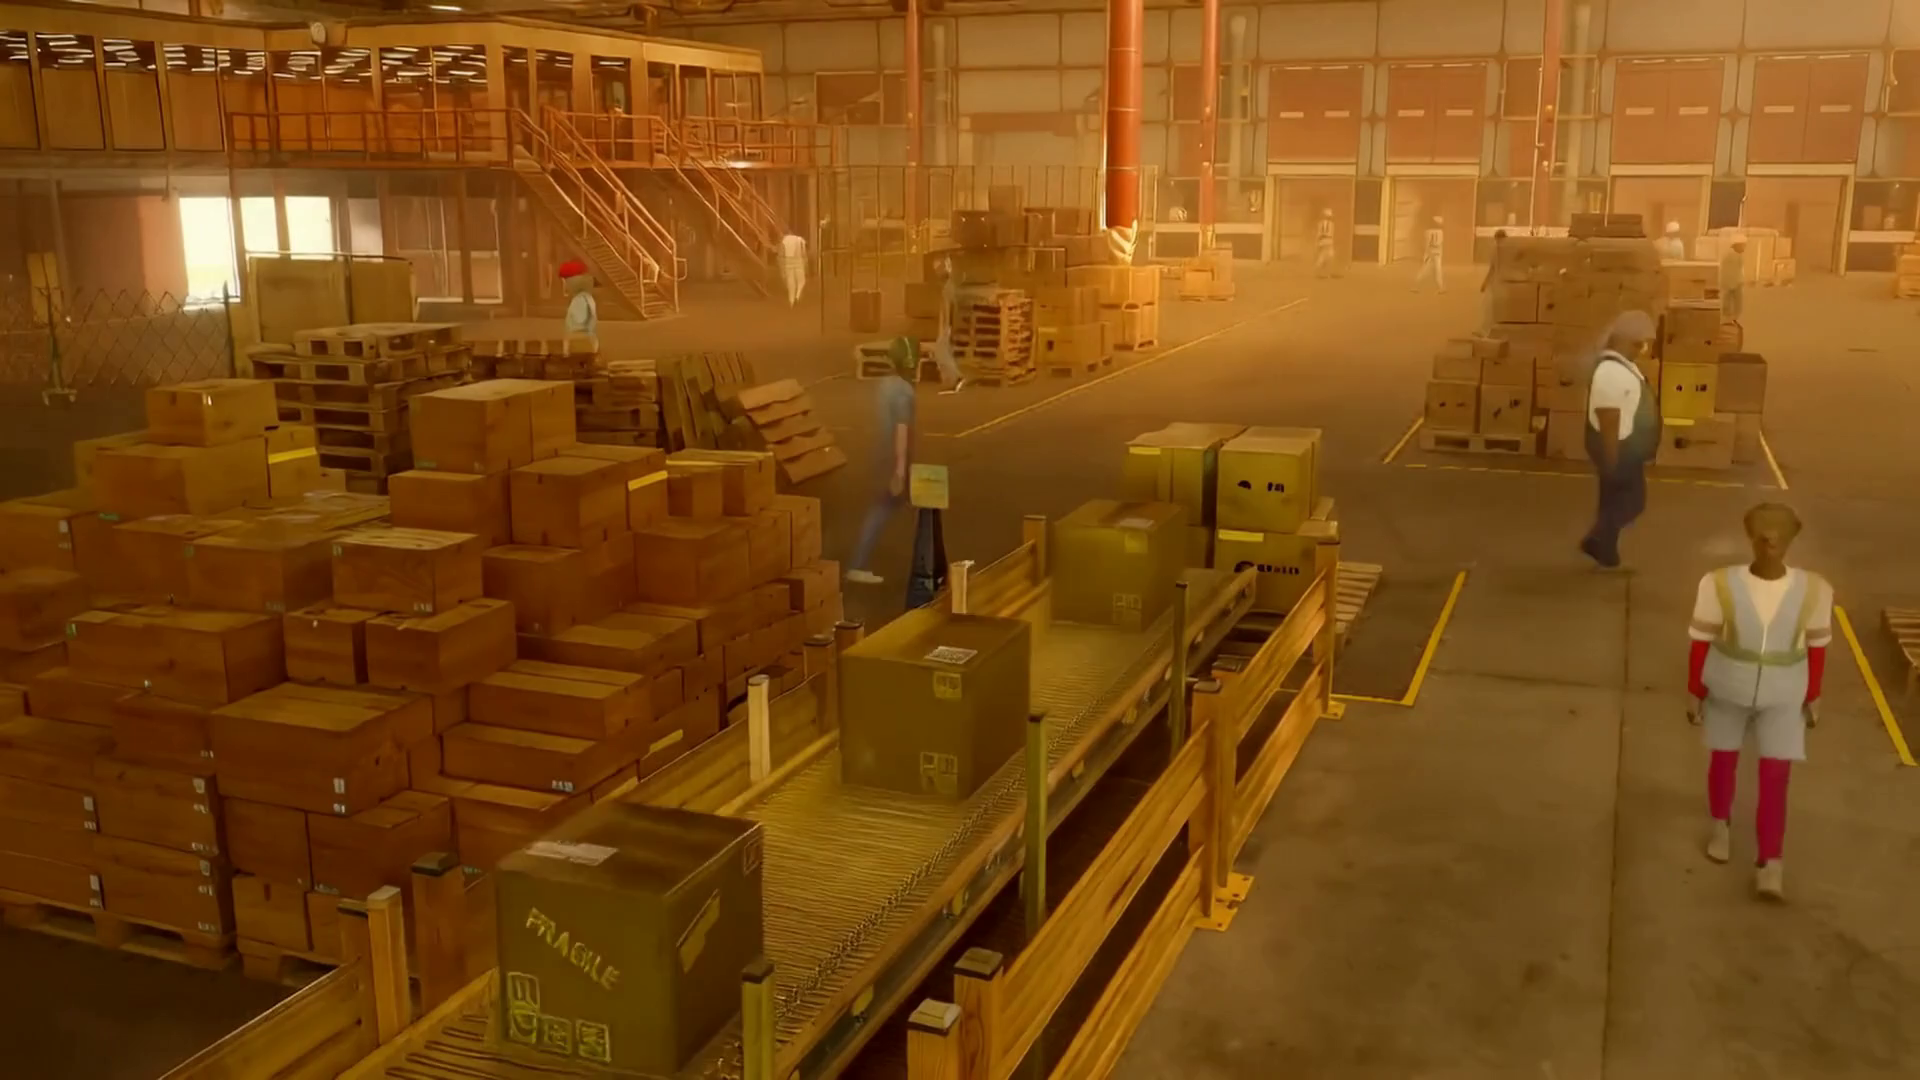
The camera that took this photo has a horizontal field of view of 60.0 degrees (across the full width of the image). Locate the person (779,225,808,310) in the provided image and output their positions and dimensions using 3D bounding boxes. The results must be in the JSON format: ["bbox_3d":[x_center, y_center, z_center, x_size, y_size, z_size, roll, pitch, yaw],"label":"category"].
[{"bbox_3d":[-3.588,-5.881,35.929,0.659,1.831,0.434,2,13,10],"label":"person"}]

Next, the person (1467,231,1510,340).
[{"bbox_3d":[9.652,-4.524,29.662,1.052,1.935,0.592,1,13,2],"label":"person"}]

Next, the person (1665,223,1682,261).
[{"bbox_3d":[15.144,-5.767,35.307,0.966,1.888,0.586,3,13,12],"label":"person"}]

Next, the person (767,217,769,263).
[{"bbox_3d":[-5.766,-8.822,48.755,0.383,1.996,0.609,4,13,18],"label":"person"}]

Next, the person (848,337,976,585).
[{"bbox_3d":[-0.400,-0.576,12.183,0.991,1.819,0.516,-7,14,-27],"label":"person"}]

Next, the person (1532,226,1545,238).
[{"bbox_3d":[11.841,-5.453,33.924,1.030,1.893,0.639,6,14,26],"label":"person"}]

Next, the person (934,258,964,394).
[{"bbox_3d":[-0.145,-2.884,22.475,0.417,1.838,0.513,4,13,15],"label":"person"}]

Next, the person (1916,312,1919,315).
[{"bbox_3d":[20.146,-5.496,34.426,0.592,1.723,0.507,3,13,14],"label":"person"}]

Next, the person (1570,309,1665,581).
[{"bbox_3d":[4.862,-0.691,12.186,0.539,2.000,0.684,5,14,23],"label":"person"}]

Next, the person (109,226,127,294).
[{"bbox_3d":[-18.709,-6.093,36.762,0.631,1.878,0.688,-11,16,-40],"label":"person"}]

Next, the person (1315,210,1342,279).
[{"bbox_3d":[10.268,-8.218,46.260,0.566,1.899,0.896,-9,15,-34],"label":"person"}]

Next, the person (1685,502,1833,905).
[{"bbox_3d":[3.323,0.666,6.966,0.552,1.648,0.868,5,14,22],"label":"person"}]

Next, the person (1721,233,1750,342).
[{"bbox_3d":[13.711,-4.434,29.257,0.650,1.907,0.612,8,15,33],"label":"person"}]

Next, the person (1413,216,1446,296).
[{"bbox_3d":[11.438,-6.903,40.357,0.603,1.914,0.924,-6,14,-25],"label":"person"}]

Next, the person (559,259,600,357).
[{"bbox_3d":[-4.153,-2.042,18.238,0.390,2.045,0.607,0,13,1],"label":"person"}]
